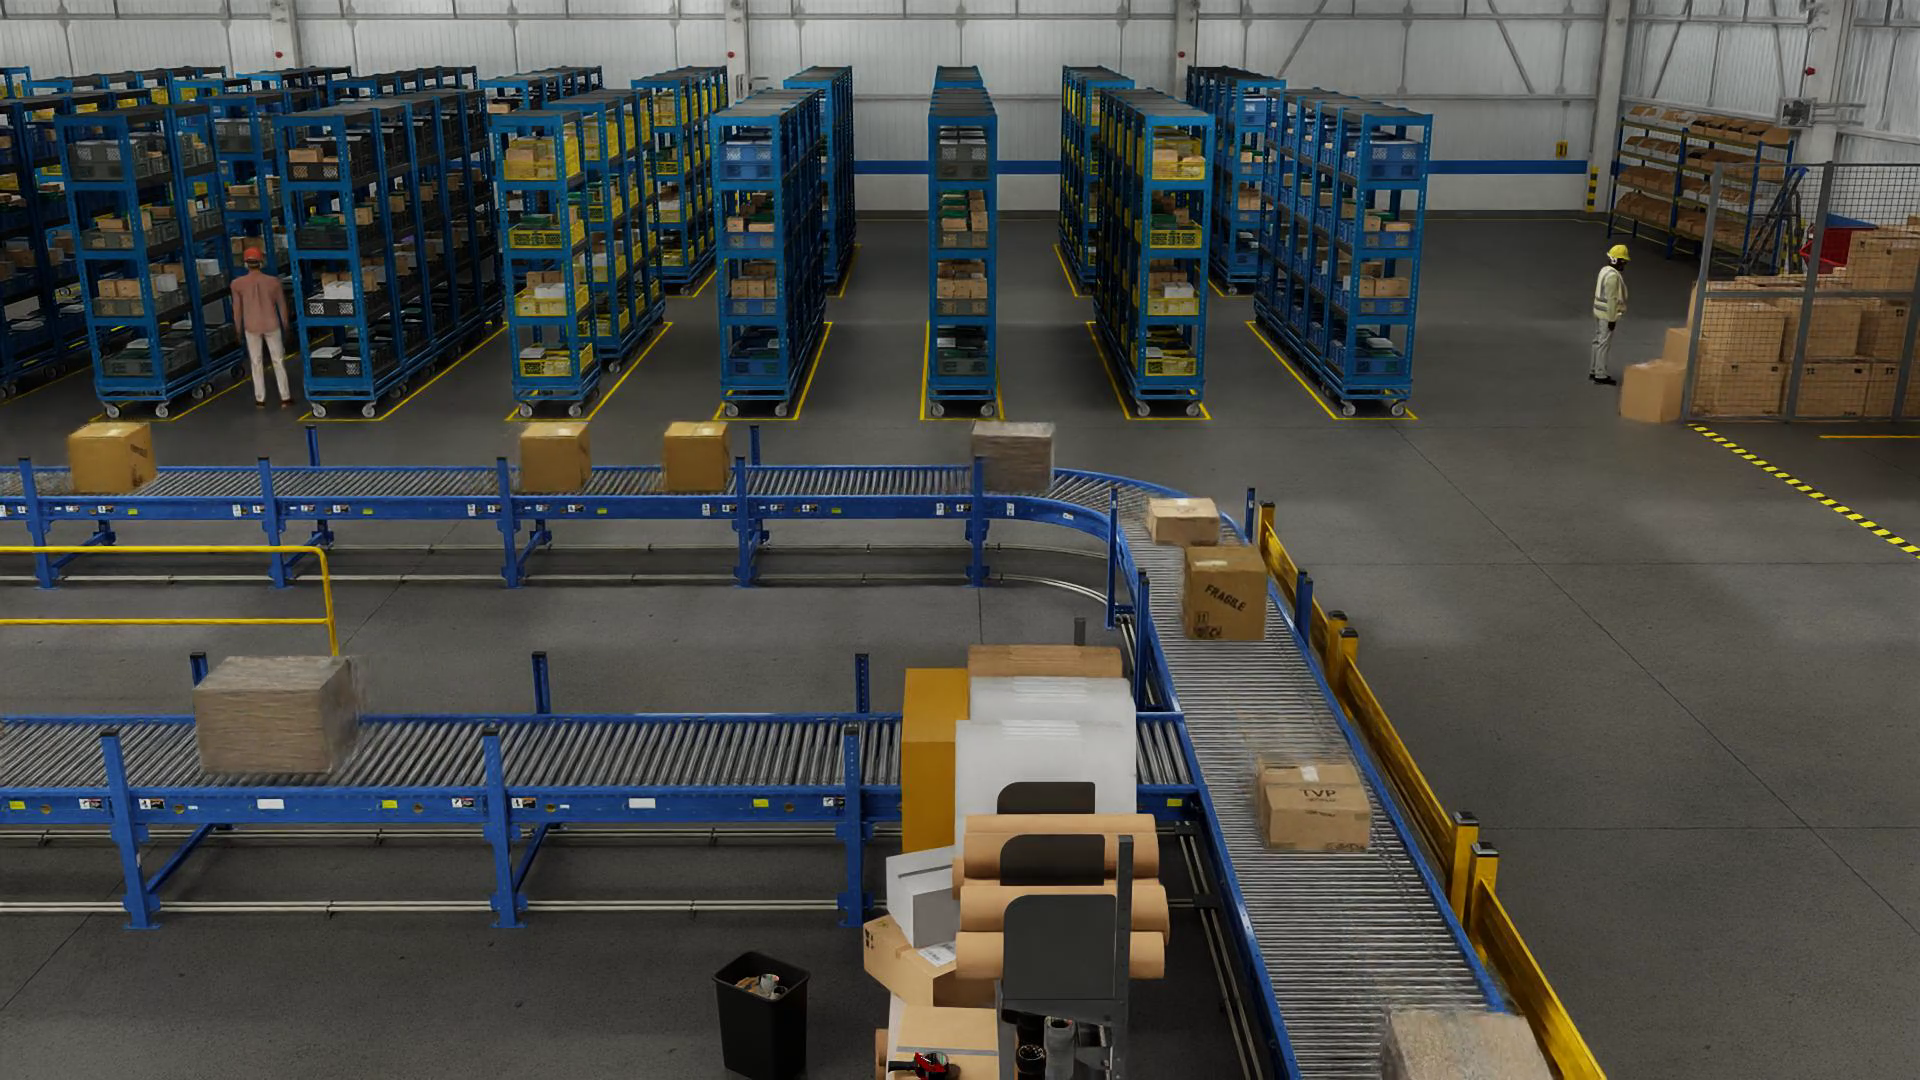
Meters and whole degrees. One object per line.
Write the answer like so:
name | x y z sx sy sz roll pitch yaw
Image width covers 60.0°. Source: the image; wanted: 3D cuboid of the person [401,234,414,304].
person | -8.840 -4.575 26.756 0.563 1.838 0.390 -12 21 -32

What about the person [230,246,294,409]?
person | -8.586 -2.614 20.465 0.622 1.992 0.397 -8 20 -23

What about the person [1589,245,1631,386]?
person | 8.500 -2.947 21.767 0.403 1.823 0.586 3 18 9
